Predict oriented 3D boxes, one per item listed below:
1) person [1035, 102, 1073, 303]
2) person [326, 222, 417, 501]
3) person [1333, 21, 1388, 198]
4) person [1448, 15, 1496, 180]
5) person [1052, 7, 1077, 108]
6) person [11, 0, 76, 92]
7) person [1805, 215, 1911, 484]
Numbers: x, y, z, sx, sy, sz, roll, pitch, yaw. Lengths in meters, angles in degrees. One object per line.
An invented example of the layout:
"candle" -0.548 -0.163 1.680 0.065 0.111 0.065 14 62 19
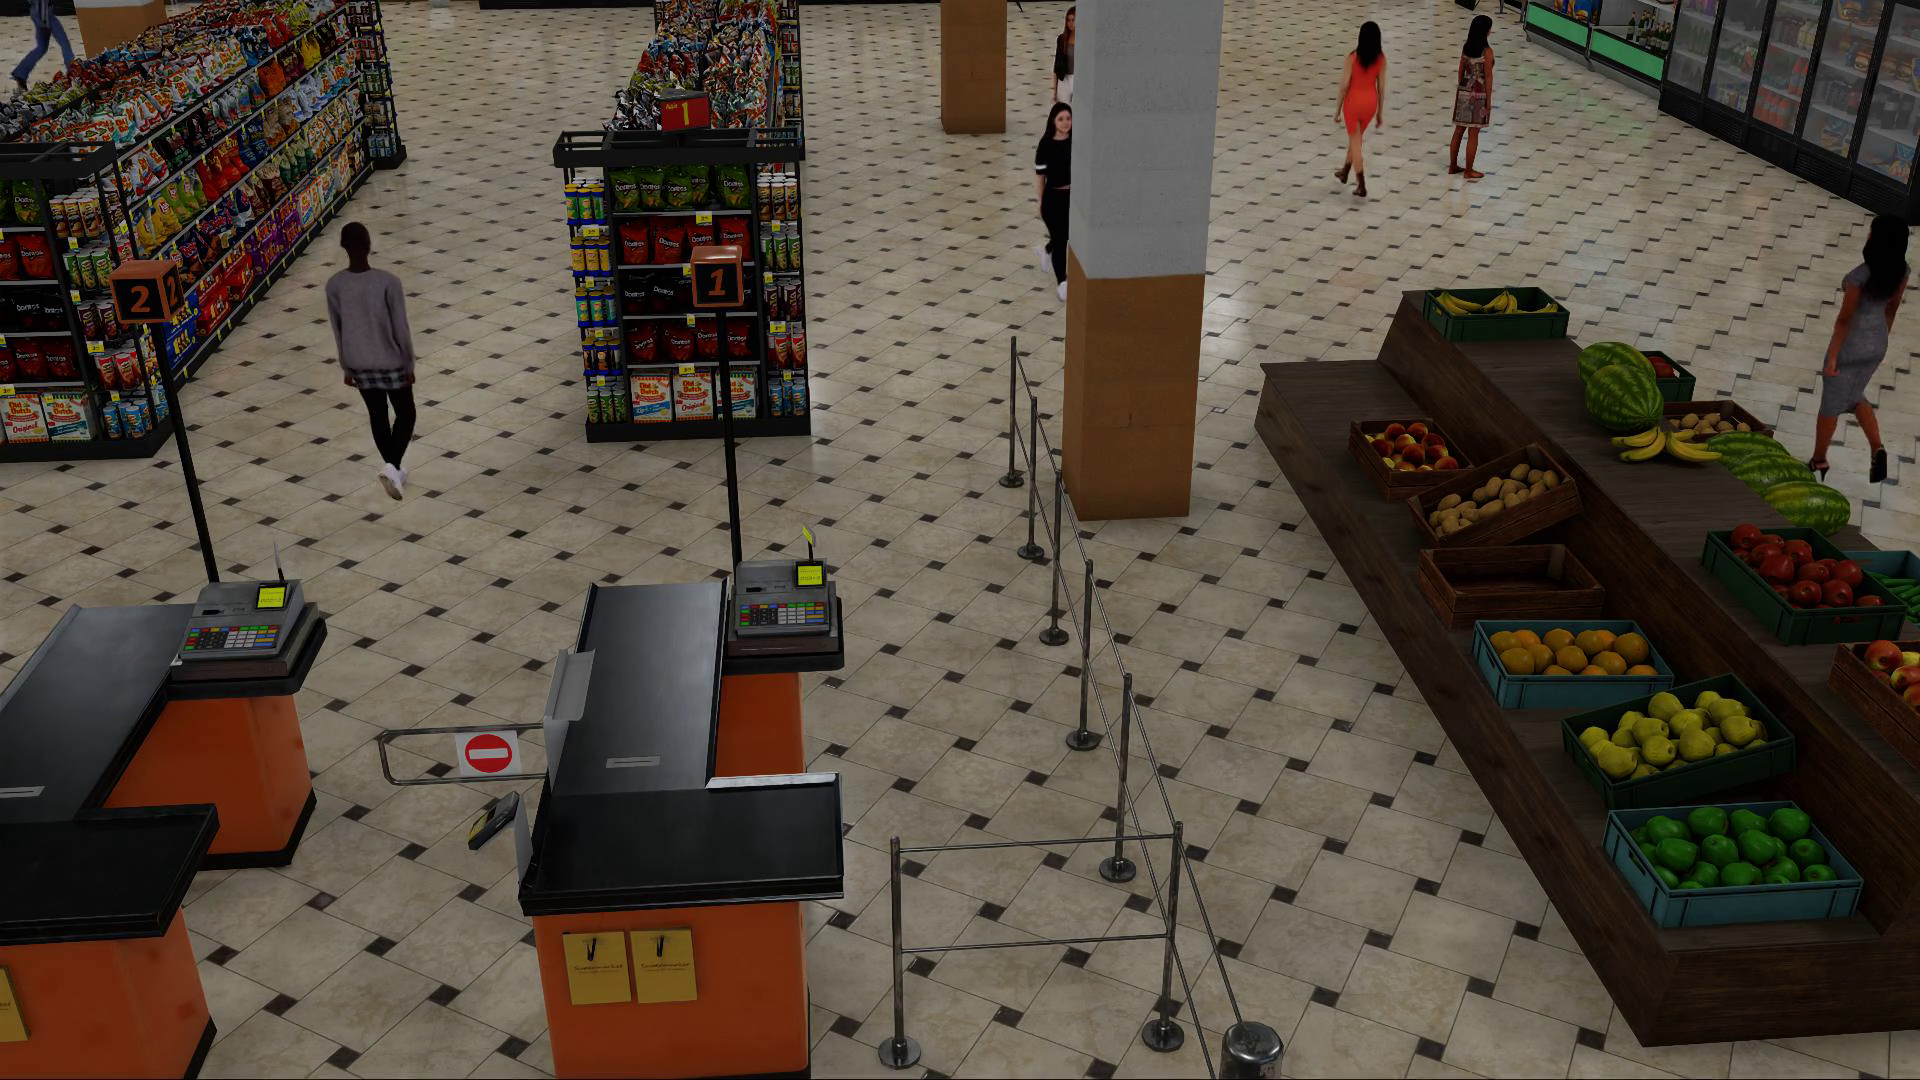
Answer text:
"person" 0.816 -2.826 13.816 0.767 1.621 0.997 -10 28 -19
"person" -3.577 -1.045 10.151 0.611 1.759 0.923 -3 27 -5
"person" 3.994 -4.234 16.538 0.647 1.670 1.119 -4 27 -7
"person" 5.340 -4.610 17.336 0.781 1.618 0.626 -15 30 -26
"person" 1.199 -4.763 17.551 0.671 1.697 0.669 10 29 19
"person" -11.575 -6.457 20.829 1.130 1.754 1.159 -21 34 -36
"person" 5.611 -1.114 10.276 0.671 1.768 0.893 -6 28 -13
